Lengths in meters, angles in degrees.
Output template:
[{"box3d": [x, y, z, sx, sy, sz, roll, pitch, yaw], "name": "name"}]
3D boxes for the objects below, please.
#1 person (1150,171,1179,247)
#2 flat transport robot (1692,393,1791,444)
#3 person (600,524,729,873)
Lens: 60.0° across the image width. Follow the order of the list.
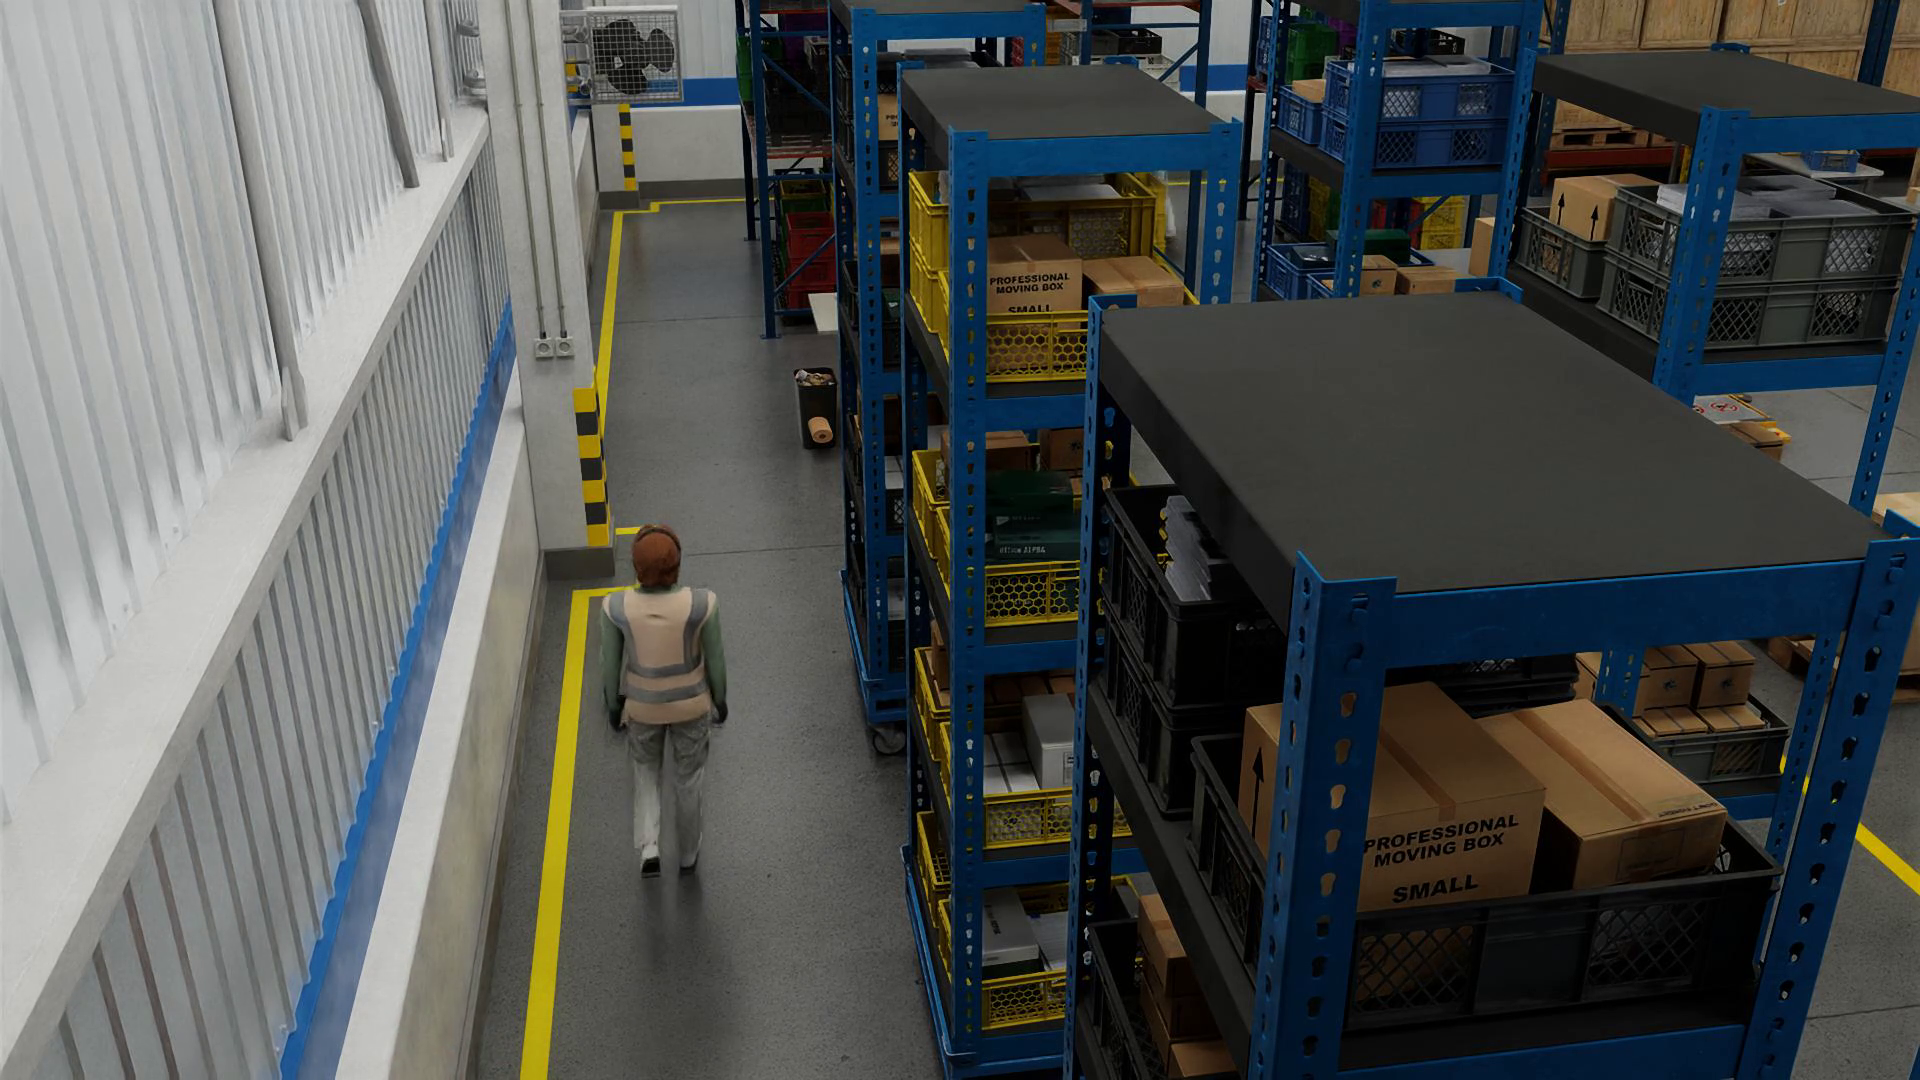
[{"box3d": [1.886, -3.902, 16.894, 0.586, 1.845, 0.951, -17, 30, -32], "name": "person"}, {"box3d": [5.224, -0.859, 12.132, 1.431, 0.197, 0.652, -4, 25, -8], "name": "flat transport robot"}, {"box3d": [-1.248, 0.721, 7.083, 0.524, 1.625, 0.402, -1, 25, -2], "name": "person"}]
